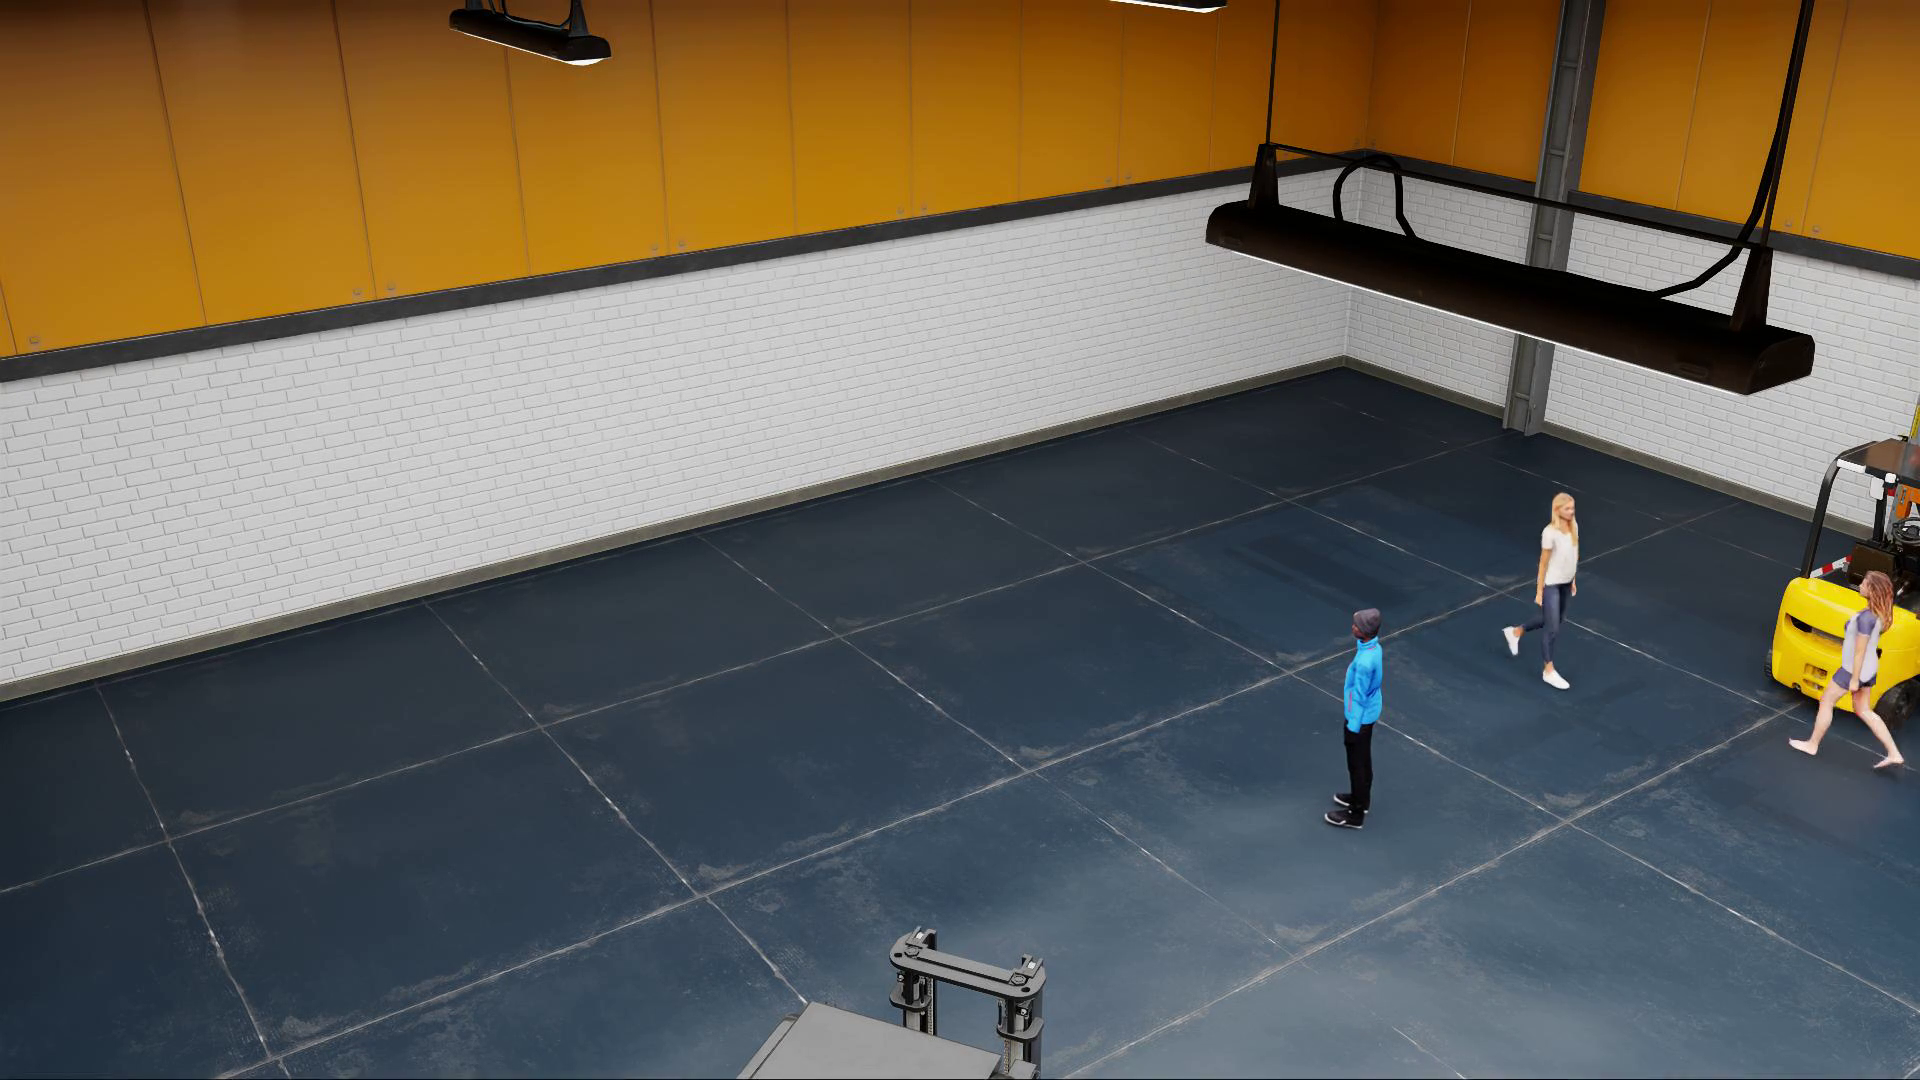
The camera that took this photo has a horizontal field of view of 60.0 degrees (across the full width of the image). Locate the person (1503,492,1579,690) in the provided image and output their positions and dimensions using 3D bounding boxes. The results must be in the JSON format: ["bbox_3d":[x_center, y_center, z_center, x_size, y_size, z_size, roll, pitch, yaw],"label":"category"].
[{"bbox_3d":[5.247,0.397,14.870,0.637,1.794,1.015,-17,29,-34],"label":"person"}]

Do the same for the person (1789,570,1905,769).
[{"bbox_3d":[7.342,1.090,13.405,0.732,1.697,1.109,-21,31,-40],"label":"person"}]

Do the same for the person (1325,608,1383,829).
[{"bbox_3d":[3.079,1.343,12.701,0.712,1.796,0.687,9,25,19],"label":"person"}]
